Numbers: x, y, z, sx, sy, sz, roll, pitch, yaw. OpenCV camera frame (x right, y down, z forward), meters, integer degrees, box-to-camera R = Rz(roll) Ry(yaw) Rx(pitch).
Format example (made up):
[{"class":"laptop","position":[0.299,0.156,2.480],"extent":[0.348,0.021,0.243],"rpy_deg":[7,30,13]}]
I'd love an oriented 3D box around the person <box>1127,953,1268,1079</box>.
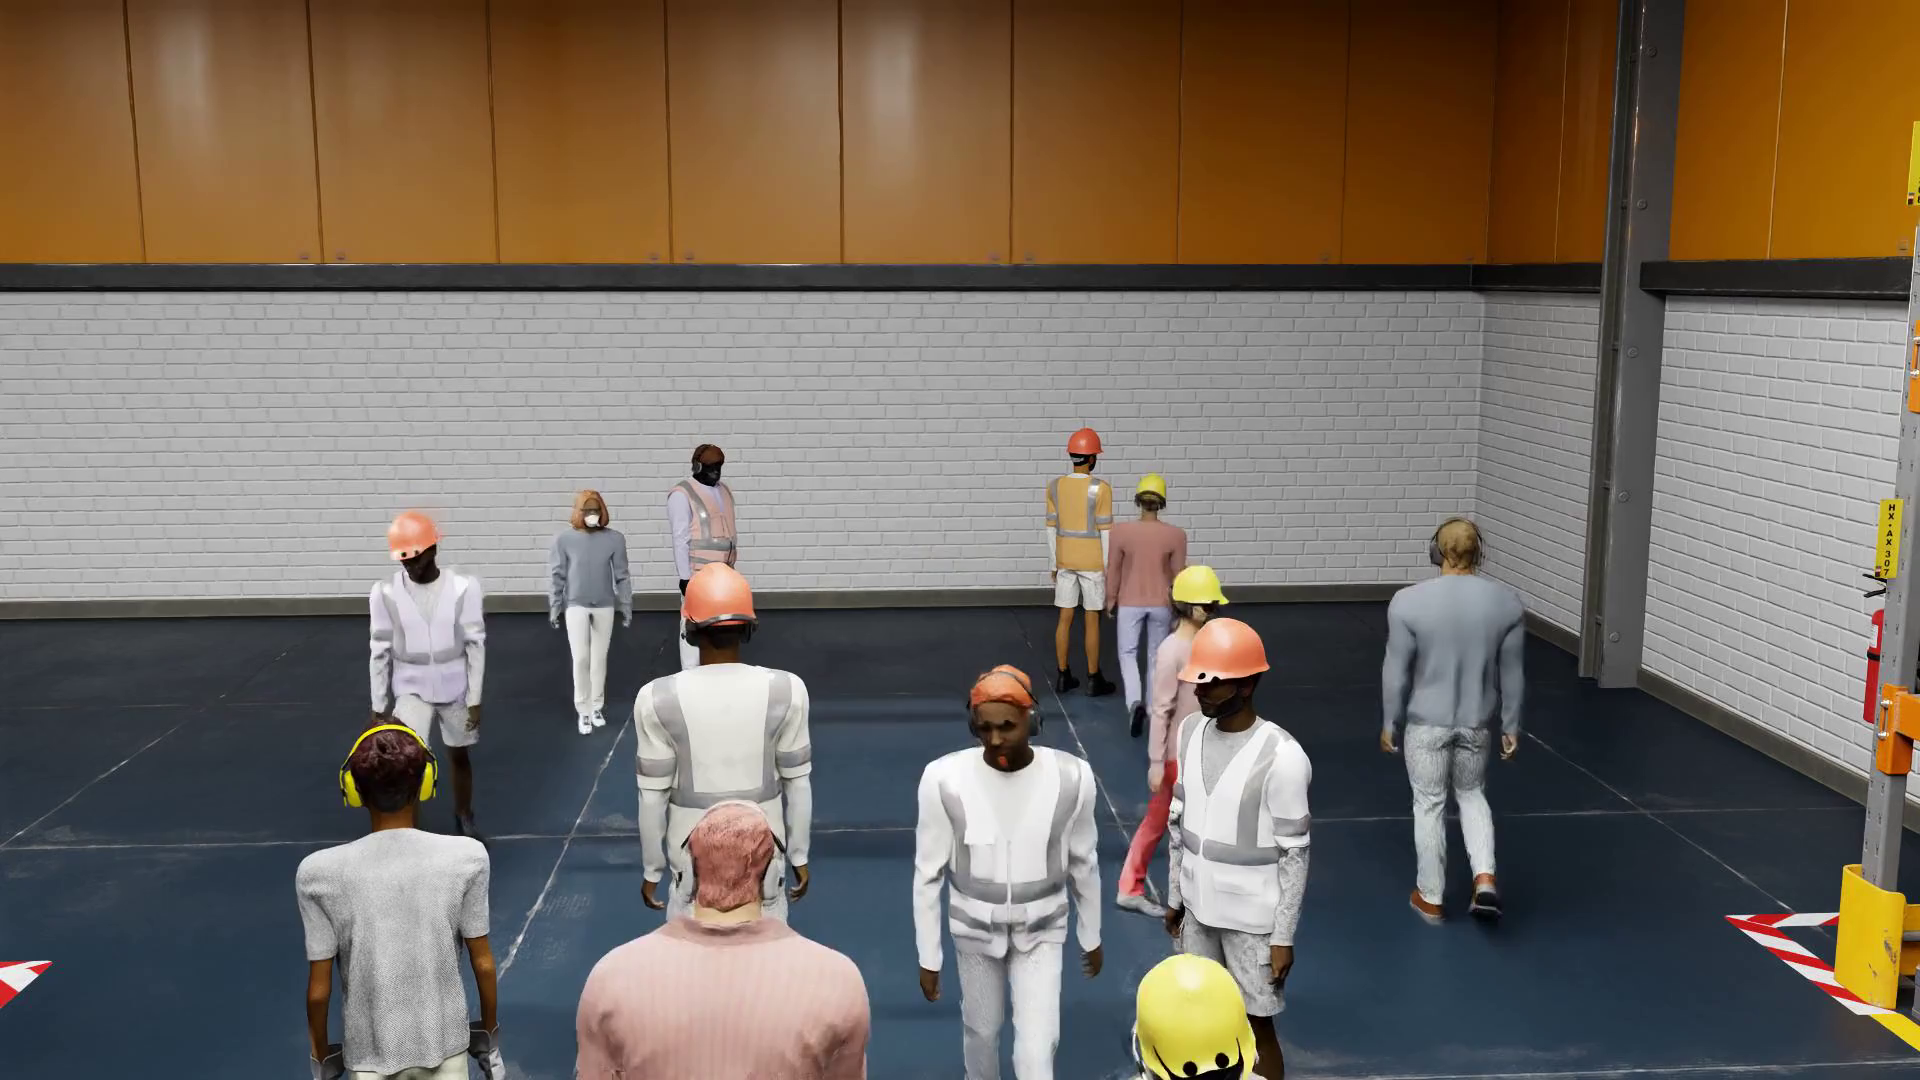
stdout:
[{"class":"person","position":[0.401,1.626,3.335],"extent":[0.587,1.800,0.851],"rpy_deg":[-5,10,-28]}]

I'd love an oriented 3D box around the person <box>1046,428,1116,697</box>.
[{"class":"person","position":[0.886,0.161,12.022],"extent":[0.542,1.939,0.363],"rpy_deg":[6,11,33]}]

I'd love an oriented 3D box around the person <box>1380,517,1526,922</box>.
[{"class":"person","position":[2.287,0.857,7.714],"extent":[0.644,1.926,0.496],"rpy_deg":[-1,9,-3]}]

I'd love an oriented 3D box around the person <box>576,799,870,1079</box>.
[{"class":"person","position":[-0.533,1.512,3.821],"extent":[0.675,1.864,0.843],"rpy_deg":[1,9,3]}]

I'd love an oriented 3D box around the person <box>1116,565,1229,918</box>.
[{"class":"person","position":[1.102,0.965,7.640],"extent":[0.895,1.711,0.543],"rpy_deg":[5,10,27]}]

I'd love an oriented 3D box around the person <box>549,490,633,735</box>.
[{"class":"person","position":[-2.427,0.477,11.022],"extent":[0.531,1.610,0.585],"rpy_deg":[-4,10,-24]}]

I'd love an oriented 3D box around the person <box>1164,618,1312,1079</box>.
[{"class":"person","position":[0.873,1.205,5.472],"extent":[0.375,1.935,0.550],"rpy_deg":[-7,11,-38]}]

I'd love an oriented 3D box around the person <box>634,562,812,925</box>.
[{"class":"person","position":[-0.824,1.091,5.843],"extent":[0.611,2.048,0.364],"rpy_deg":[-2,9,-15]}]

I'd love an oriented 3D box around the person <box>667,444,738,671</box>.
[{"class":"person","position":[-1.809,0.226,11.947],"extent":[0.429,1.837,0.621],"rpy_deg":[5,10,29]}]

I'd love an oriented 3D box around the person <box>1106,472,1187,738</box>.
[{"class":"person","position":[1.230,0.426,10.980],"extent":[0.529,1.742,0.706],"rpy_deg":[0,9,0]}]

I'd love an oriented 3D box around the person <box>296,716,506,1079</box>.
[{"class":"person","position":[-1.500,1.391,4.504],"extent":[0.514,1.876,0.328],"rpy_deg":[-4,10,-21]}]

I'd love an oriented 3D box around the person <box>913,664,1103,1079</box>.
[{"class":"person","position":[0.162,1.274,5.380],"extent":[0.621,1.833,1.012],"rpy_deg":[0,9,1]}]

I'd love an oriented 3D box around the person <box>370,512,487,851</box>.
[{"class":"person","position":[-2.687,0.775,8.415],"extent":[0.577,1.866,0.855],"rpy_deg":[-3,10,-19]}]
